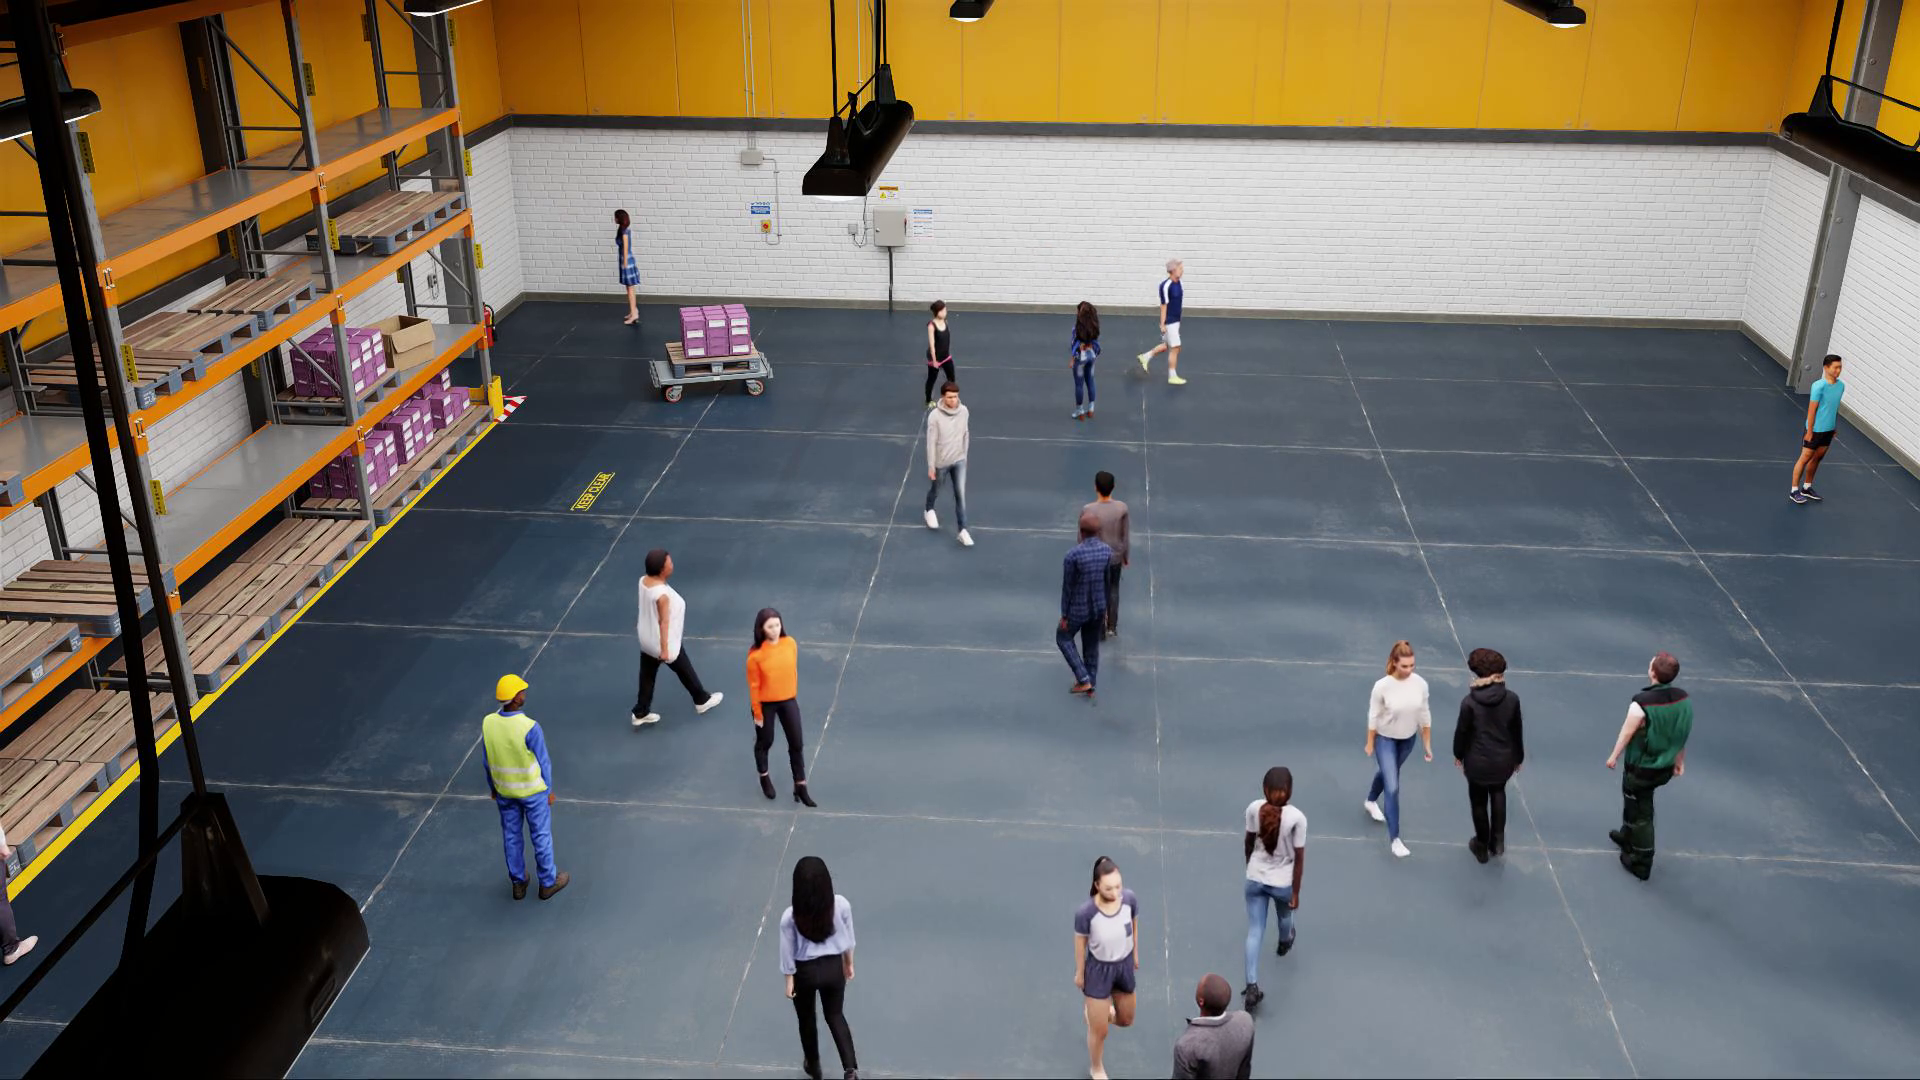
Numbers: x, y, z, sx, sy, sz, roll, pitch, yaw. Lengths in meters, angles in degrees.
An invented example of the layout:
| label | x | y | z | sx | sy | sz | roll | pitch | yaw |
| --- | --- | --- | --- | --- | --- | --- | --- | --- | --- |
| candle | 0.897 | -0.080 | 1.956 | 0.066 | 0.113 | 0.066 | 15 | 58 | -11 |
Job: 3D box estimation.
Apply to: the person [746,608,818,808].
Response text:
| label | x | y | z | sx | sy | sz | roll | pitch | yaw |
| --- | --- | --- | --- | --- | --- | --- | --- | --- | --- |
| person | -1.556 | 1.315 | 13.508 | 0.905 | 1.729 | 0.982 | -16 | 28 | -33 |

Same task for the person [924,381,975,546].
| label | x | y | z | sx | sy | sz | roll | pitch | yaw |
| --- | --- | --- | --- | --- | --- | --- | --- | --- | --- |
| person | -0.180 | -0.897 | 18.472 | 1.133 | 1.806 | 1.354 | -11 | 26 | -24 |

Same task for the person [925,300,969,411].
| label | x | y | z | sx | sy | sz | roll | pitch | yaw |
| --- | --- | --- | --- | --- | --- | --- | --- | --- | --- |
| person | -0.349 | -2.495 | 22.472 | 0.899 | 1.531 | 0.894 | 18 | 29 | 35 |

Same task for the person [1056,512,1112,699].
| label | x | y | z | sx | sy | sz | roll | pitch | yaw |
| --- | --- | --- | --- | --- | --- | --- | --- | --- | --- |
| person | 1.171 | 0.633 | 14.972 | 0.819 | 1.806 | 0.854 | -12 | 27 | -26 |

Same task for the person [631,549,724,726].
| label | x | y | z | sx | sy | sz | roll | pitch | yaw |
| --- | --- | --- | --- | --- | --- | --- | --- | --- | --- |
| person | -2.668 | 0.888 | 14.581 | 1.127 | 1.652 | 1.115 | -16 | 28 | -31 |

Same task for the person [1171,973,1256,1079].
| label | x | y | z | sx | sy | sz | roll | pitch | yaw |
| --- | --- | --- | --- | --- | --- | --- | --- | --- | --- |
| person | 1.364 | 3.158 | 9.180 | 0.805 | 1.818 | 0.816 | -13 | 27 | -27 |

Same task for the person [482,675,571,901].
| label | x | y | z | sx | sy | sz | roll | pitch | yaw |
| --- | --- | --- | --- | --- | --- | --- | --- | --- | --- |
| person | -3.240 | 1.822 | 12.246 | 0.676 | 1.810 | 0.604 | 4 | 24 | 9 |

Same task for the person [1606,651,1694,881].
| label | x | y | z | sx | sy | sz | roll | pitch | yaw |
| --- | --- | --- | --- | --- | --- | --- | --- | --- | --- |
| person | 5.213 | 1.721 | 12.465 | 0.833 | 1.820 | 0.930 | -9 | 25 | -20 |

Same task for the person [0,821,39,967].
| label | x | y | z | sx | sy | sz | roll | pitch | yaw |
| --- | --- | --- | --- | --- | --- | --- | --- | --- | --- |
| person | -6.859 | 2.142 | 11.497 | 0.718 | 1.824 | 0.634 | -1 | 24 | -3 |

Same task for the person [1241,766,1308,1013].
| label | x | y | z | sx | sy | sz | roll | pitch | yaw |
| --- | --- | --- | --- | --- | --- | --- | --- | --- | --- |
| person | 2.062 | 2.367 | 11.176 | 0.871 | 1.669 | 1.234 | 11 | 26 | 23 |

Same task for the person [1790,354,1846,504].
| label | x | y | z | sx | sy | sz | roll | pitch | yaw |
| --- | --- | --- | --- | --- | --- | --- | --- | --- | --- |
| person | 10.050 | -1.314 | 19.462 | 0.691 | 1.775 | 0.683 | -10 | 26 | -22 |

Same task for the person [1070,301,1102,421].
| label | x | y | z | sx | sy | sz | roll | pitch | yaw |
| --- | --- | --- | --- | --- | --- | --- | --- | --- | --- |
| person | 1.651 | -2.405 | 22.155 | 0.706 | 1.618 | 0.737 | -14 | 27 | -29 |

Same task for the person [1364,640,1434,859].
| label | x | y | z | sx | sy | sz | roll | pitch | yaw |
| --- | --- | --- | --- | --- | --- | --- | --- | --- | --- |
| person | 3.372 | 1.555 | 13.030 | 0.852 | 1.672 | 1.179 | -6 | 24 | -12 |

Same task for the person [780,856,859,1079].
| label | x | y | z | sx | sy | sz | roll | pitch | yaw |
| --- | --- | --- | --- | --- | --- | --- | --- | --- | --- |
| person | -0.844 | 2.746 | 10.230 | 0.928 | 1.731 | 1.081 | -10 | 26 | -22 |

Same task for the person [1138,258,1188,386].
| label | x | y | z | sx | sy | sz | roll | pitch | yaw |
| --- | --- | --- | --- | --- | --- | --- | --- | --- | --- |
| person | 2.886 | -3.089 | 23.473 | 0.926 | 1.816 | 1.056 | 11 | 26 | 24 |

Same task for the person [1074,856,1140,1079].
| label | x | y | z | sx | sy | sz | roll | pitch | yaw |
| --- | --- | --- | --- | --- | --- | --- | --- | --- | --- |
| person | 0.889 | 2.684 | 10.492 | 0.796 | 1.635 | 0.884 | -11 | 26 | -23 |

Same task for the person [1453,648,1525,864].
| label | x | y | z | sx | sy | sz | roll | pitch | yaw |
| --- | --- | --- | --- | --- | --- | --- | --- | --- | --- |
| person | 4.025 | 1.703 | 12.601 | 0.714 | 1.745 | 0.688 | 2 | 24 | 4 |

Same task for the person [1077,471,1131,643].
| label | x | y | z | sx | sy | sz | roll | pitch | yaw |
| --- | --- | --- | --- | --- | --- | --- | --- | --- | --- |
| person | 1.404 | 0.202 | 16.013 | 0.727 | 1.761 | 0.690 | -1 | 24 | -2 |

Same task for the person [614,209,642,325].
| label | x | y | z | sx | sy | sz | roll | pitch | yaw |
| --- | --- | --- | --- | --- | --- | --- | --- | --- | --- |
| person | -5.291 | -4.344 | 26.358 | 0.799 | 1.805 | 0.625 | -5 | 24 | -11 |
